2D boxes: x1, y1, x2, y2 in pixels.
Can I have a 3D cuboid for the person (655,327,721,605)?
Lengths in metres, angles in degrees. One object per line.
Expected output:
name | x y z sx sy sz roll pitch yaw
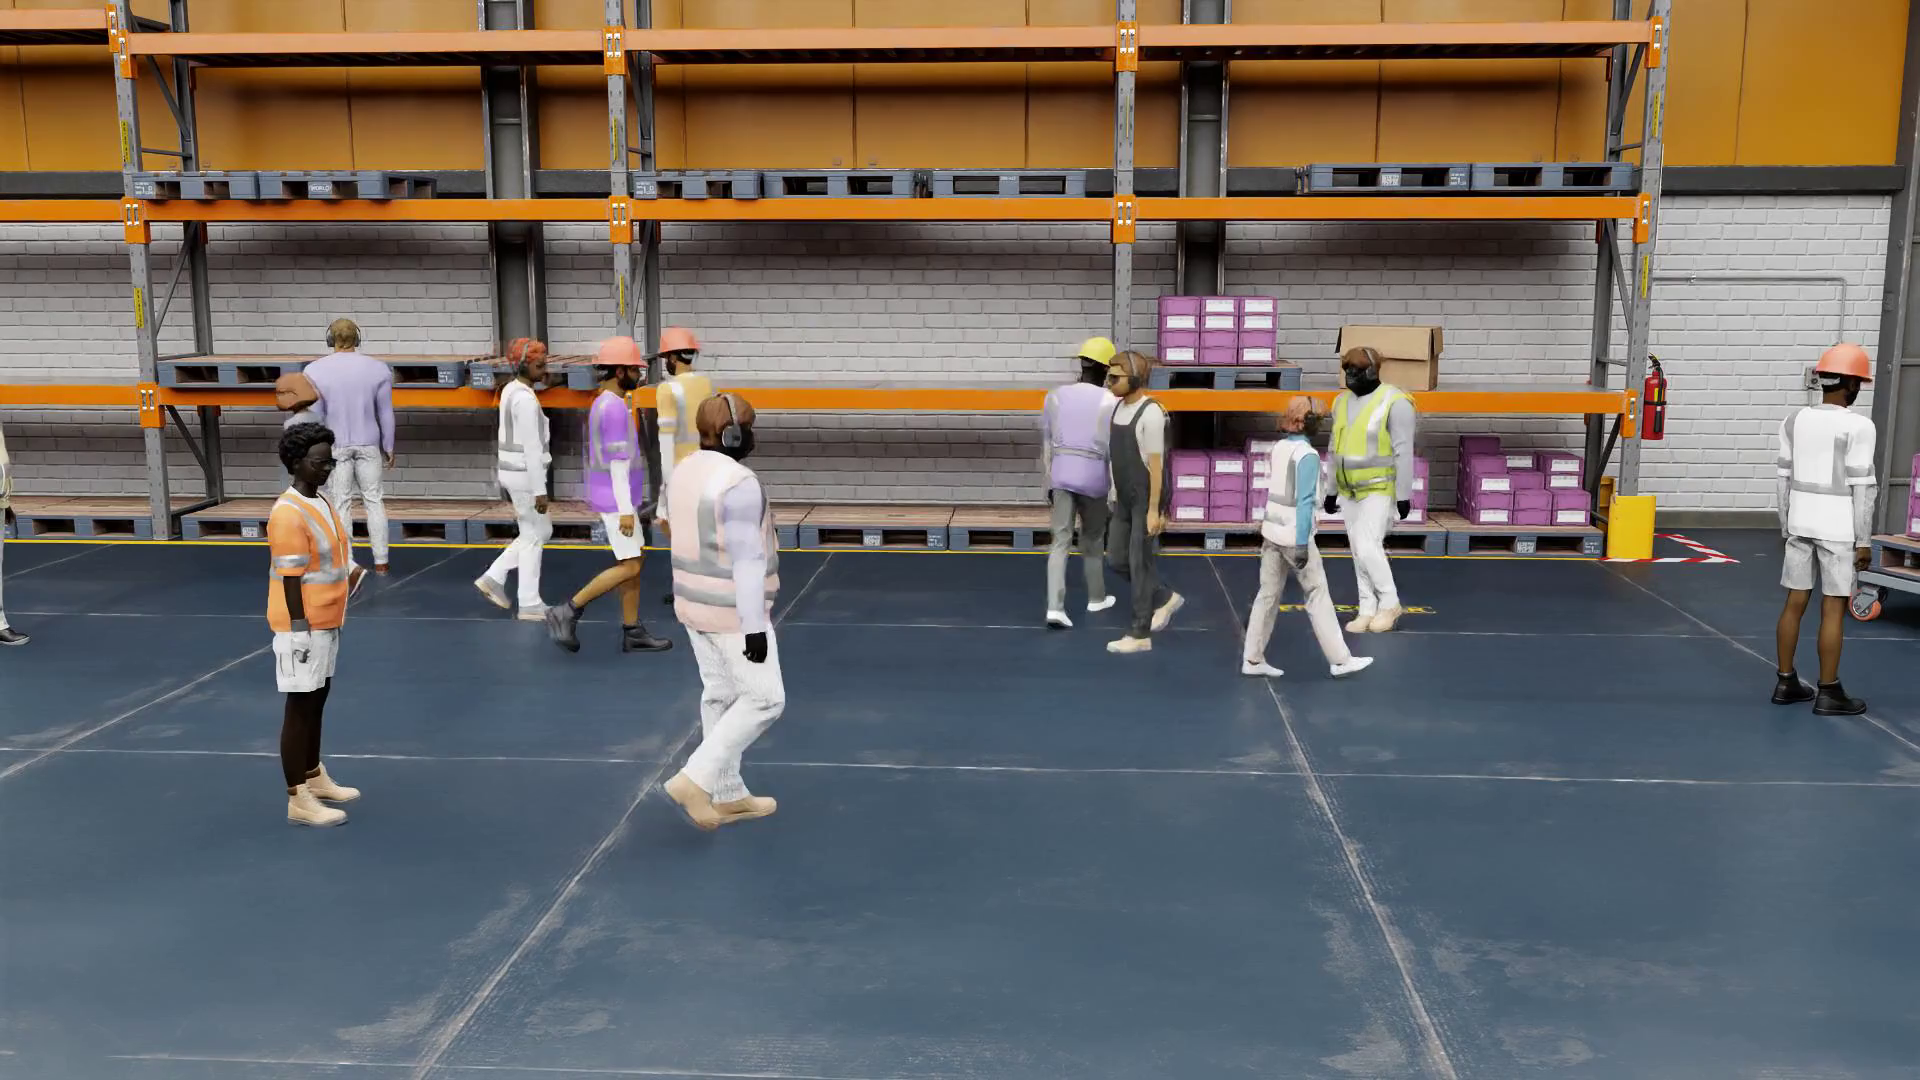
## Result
person | -1.793 -0.466 11.171 0.623 1.907 0.559 7 12 37

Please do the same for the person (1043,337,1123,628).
person | 0.793 -0.370 10.769 0.599 1.867 0.988 4 11 23

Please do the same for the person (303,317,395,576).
person | -4.493 -0.673 12.283 0.635 1.936 0.355 -5 11 -29

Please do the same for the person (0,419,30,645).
person | -5.908 -0.227 9.978 0.404 1.832 0.600 1 10 6

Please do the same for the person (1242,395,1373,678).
person | 1.961 -0.007 9.339 0.804 1.599 0.534 -2 10 -13

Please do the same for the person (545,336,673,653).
person | -2.083 -0.241 9.818 0.656 1.916 0.560 -2 10 -14

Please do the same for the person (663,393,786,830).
person | -0.986 0.311 6.842 0.488 1.830 0.647 -7 12 -34

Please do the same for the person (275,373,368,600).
person | -4.305 -0.309 11.100 0.462 1.616 0.500 0 10 -3

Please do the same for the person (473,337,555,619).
person | -2.849 -0.376 10.786 0.483 1.858 0.590 -4 10 -21

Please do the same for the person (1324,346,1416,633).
person | 2.565 -0.308 10.483 0.434 1.821 0.640 -5 11 -29

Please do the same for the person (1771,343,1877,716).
person | 4.528 -0.055 8.676 0.370 1.934 0.544 -4 11 -24

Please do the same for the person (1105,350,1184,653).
person | 1.124 -0.233 10.032 0.529 1.830 0.527 -5 11 -25

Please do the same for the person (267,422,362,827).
person | -2.737 0.344 7.023 0.320 1.698 0.537 -1 10 -6
